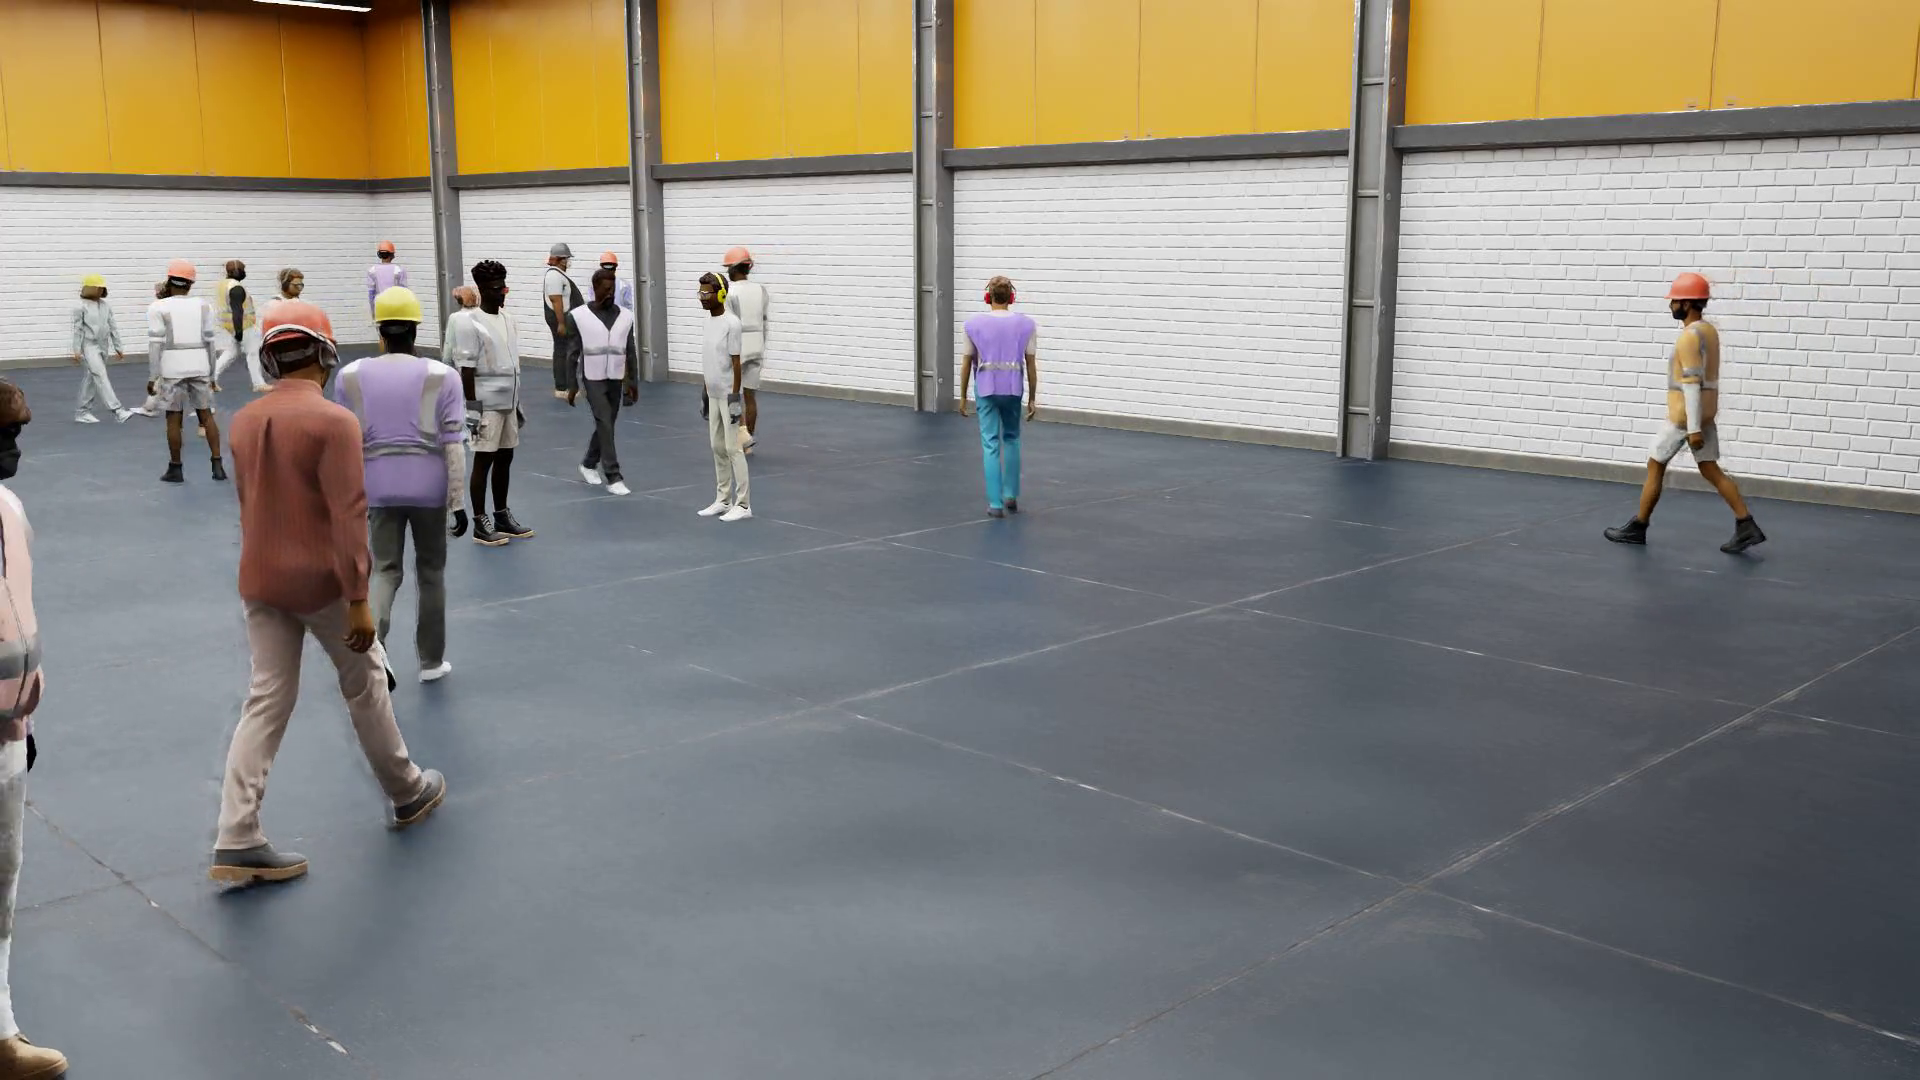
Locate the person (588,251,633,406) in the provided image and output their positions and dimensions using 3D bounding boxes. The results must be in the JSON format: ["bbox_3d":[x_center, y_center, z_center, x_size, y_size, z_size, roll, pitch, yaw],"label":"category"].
[{"bbox_3d":[-4.352,-2.628,20.783,0.543,1.928,0.371,-2,11,-13],"label":"person"}]

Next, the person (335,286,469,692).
[{"bbox_3d":[-2.607,-0.214,7.711,0.598,1.906,0.729,-1,10,-3],"label":"person"}]

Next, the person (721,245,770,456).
[{"bbox_3d":[-2.099,-1.800,15.976,0.634,2.034,0.426,-10,14,-42],"label":"person"}]

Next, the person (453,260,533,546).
[{"bbox_3d":[-3.235,-0.956,11.558,0.361,1.964,0.616,3,11,18],"label":"person"}]

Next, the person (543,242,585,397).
[{"bbox_3d":[-5.228,-2.914,22.033,0.536,2.000,0.684,-2,11,-13],"label":"person"}]

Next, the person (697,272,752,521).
[{"bbox_3d":[-1.791,-1.071,12.497,0.328,1.861,0.507,-8,13,-38],"label":"person"}]

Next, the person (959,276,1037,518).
[{"bbox_3d":[0.275,-1.102,12.761,0.569,1.822,0.708,-2,11,-10],"label":"person"}]

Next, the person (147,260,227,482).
[{"bbox_3d":[-6.723,-1.445,14.401,0.607,1.916,0.461,-10,14,-43],"label":"person"}]

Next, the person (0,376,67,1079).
[{"bbox_3d":[-2.543,0.488,4.115,0.522,1.812,0.694,0,10,3],"label":"person"}]

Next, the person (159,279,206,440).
[{"bbox_3d":[-8.127,-1.888,17.379,0.535,1.697,0.318,-9,14,-40],"label":"person"}]

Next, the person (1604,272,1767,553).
[{"bbox_3d":[4.971,-0.854,11.230,1.014,1.900,0.542,10,14,43],"label":"person"}]

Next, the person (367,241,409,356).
[{"bbox_3d":[-8.800,-3.581,25.666,0.607,2.044,0.374,-1,10,-7],"label":"person"}]

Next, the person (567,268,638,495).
[{"bbox_3d":[-3.015,-1.348,13.985,0.594,1.872,0.982,-9,14,-40],"label":"person"}]

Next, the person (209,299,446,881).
[{"bbox_3d":[-2.226,0.153,5.660,0.658,1.922,1.041,5,11,25],"label":"person"}]

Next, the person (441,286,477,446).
[{"bbox_3d":[-5.089,-1.763,16.927,0.734,1.616,0.524,4,11,22],"label":"person"}]

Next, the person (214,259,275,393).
[{"bbox_3d":[-9.859,-2.896,22.569,0.875,1.811,0.630,-8,13,-37],"label":"person"}]

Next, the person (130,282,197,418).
[{"bbox_3d":[-9.265,-2.224,19.486,0.882,1.583,0.541,-2,11,-12],"label":"person"}]

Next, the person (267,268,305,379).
[{"bbox_3d":[-6.703,-1.801,16.582,0.546,1.811,0.570,2,11,12],"label":"person"}]

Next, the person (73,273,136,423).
[{"bbox_3d":[-9.691,-2.150,18.780,0.930,1.689,0.502,3,11,18],"label":"person"}]
